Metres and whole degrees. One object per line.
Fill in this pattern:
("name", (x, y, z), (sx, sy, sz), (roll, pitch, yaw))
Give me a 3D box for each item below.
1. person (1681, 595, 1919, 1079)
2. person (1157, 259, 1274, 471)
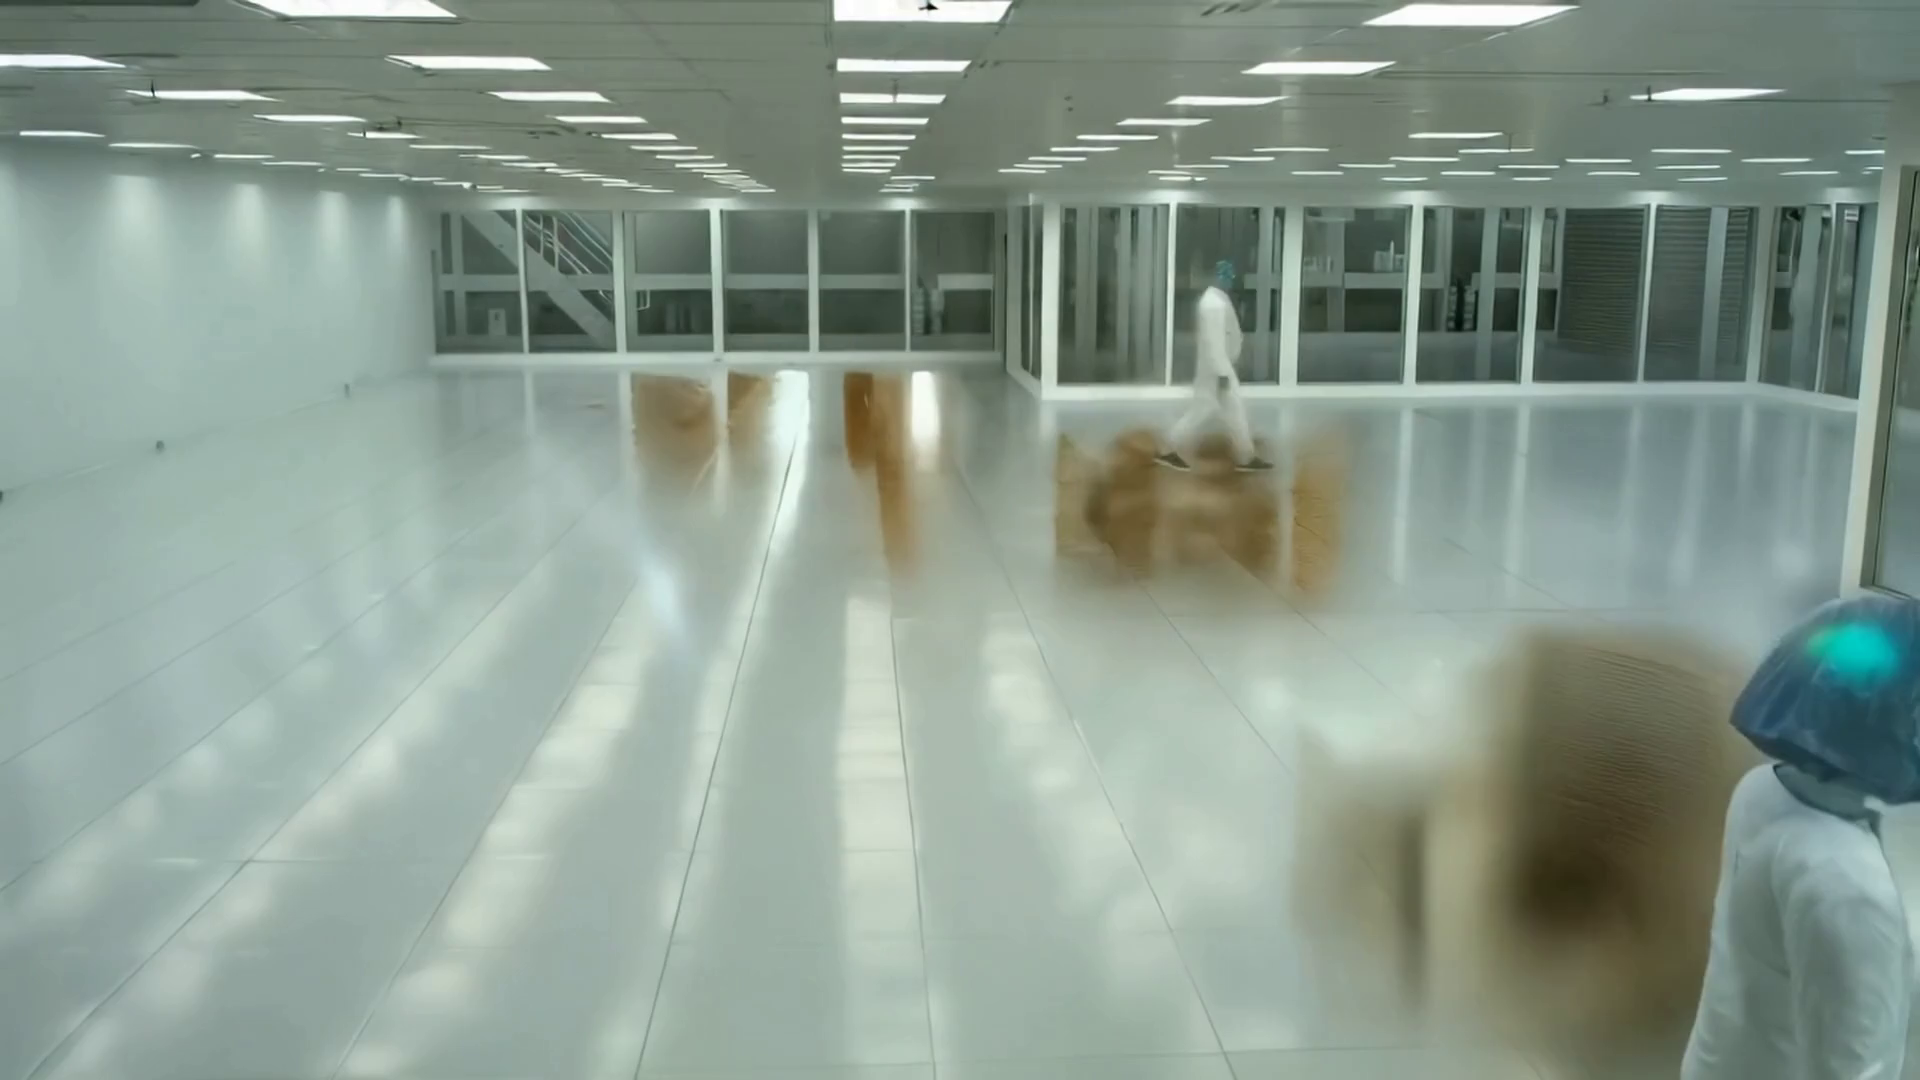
("person", (1.126, 0.870, 2.267), (0.288, 1.626, 0.499), (2, 11, 13))
("person", (2.212, -1.512, 14.477), (0.995, 1.861, 0.660), (3, 11, 16))
